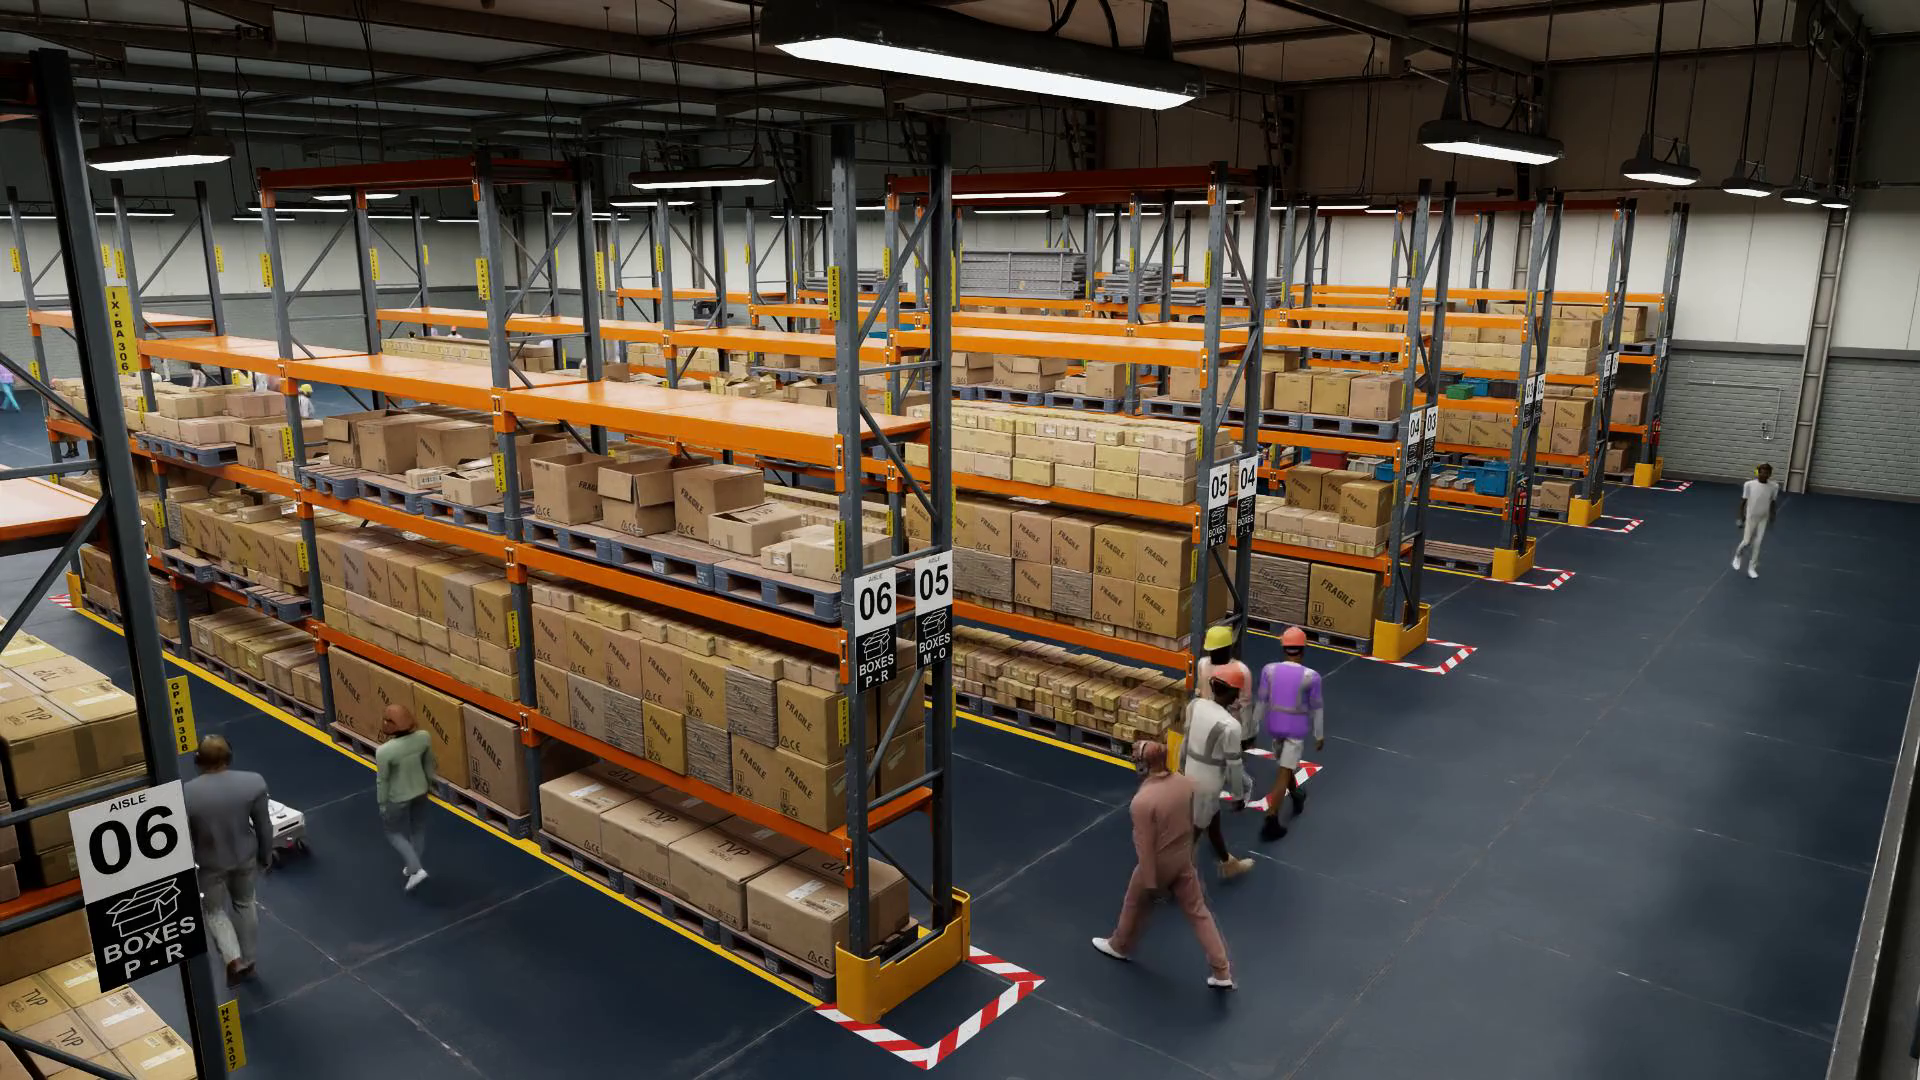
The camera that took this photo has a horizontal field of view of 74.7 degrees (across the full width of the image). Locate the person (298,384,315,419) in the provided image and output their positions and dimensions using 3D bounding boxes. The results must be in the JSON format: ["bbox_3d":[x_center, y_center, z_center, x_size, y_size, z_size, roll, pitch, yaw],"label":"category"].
[{"bbox_3d":[-16.196,-2.947,31.029,0.762,1.802,0.613,-10,17,-35],"label":"person"}]

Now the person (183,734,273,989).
[{"bbox_3d":[-5.274,2.321,9.077,0.644,1.920,0.572,-11,17,-38],"label":"person"}]

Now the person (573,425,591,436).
[{"bbox_3d":[-7.800,-1.839,26.295,0.516,1.873,0.329,-7,16,-28],"label":"person"}]

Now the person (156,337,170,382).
[{"bbox_3d":[-29.671,-6.730,46.897,0.308,1.639,0.523,-6,15,-24],"label":"person"}]

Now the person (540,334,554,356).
[{"bbox_3d":[-15.069,-6.616,45.954,0.963,1.855,0.665,13,19,42],"label":"person"}]

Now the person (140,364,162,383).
[{"bbox_3d":[-22.679,-4.043,35.455,0.619,1.836,0.430,2,14,6],"label":"person"}]

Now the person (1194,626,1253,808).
[{"bbox_3d":[2.452,1.692,11.688,0.597,1.906,0.600,-11,18,-39],"label":"person"}]

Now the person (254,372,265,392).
[{"bbox_3d":[-20.546,-4.387,37.048,0.313,1.740,0.487,-10,17,-35],"label":"person"}]

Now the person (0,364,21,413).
[{"bbox_3d":[-29.386,-4.820,38.745,1.027,1.795,0.581,5,14,19],"label":"person"}]

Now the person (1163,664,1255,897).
[{"bbox_3d":[2.121,1.975,10.375,0.980,1.973,0.628,-5,15,-21],"label":"person"}]

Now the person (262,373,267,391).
[{"bbox_3d":[-23.134,-5.641,41.869,0.672,1.892,0.497,5,15,21],"label":"person"}]

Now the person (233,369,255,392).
[{"bbox_3d":[-20.670,-4.275,36.408,0.584,1.826,0.637,6,15,24],"label":"person"}]

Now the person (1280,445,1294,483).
[{"bbox_3d":[6.310,-1.264,24.214,0.746,1.733,0.544,12,18,41],"label":"person"}]

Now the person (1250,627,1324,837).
[{"bbox_3d":[3.026,1.739,11.592,0.576,1.869,1.001,10,17,35],"label":"person"}]

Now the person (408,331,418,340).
[{"bbox_3d":[-20.355,-6.857,46.944,0.534,1.868,0.309,-6,15,-22],"label":"person"}]

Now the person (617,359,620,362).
[{"bbox_3d":[-10.660,-5.139,39.797,0.954,1.911,0.615,2,14,10],"label":"person"}]

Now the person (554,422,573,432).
[{"bbox_3d":[-8.369,-1.919,26.714,1.035,1.844,0.633,8,16,28],"label":"person"}]

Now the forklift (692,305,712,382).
[{"bbox_3d":[-9.511,-7.392,47.124,1.873,2.768,1.129,11,17,38],"label":"forklift"}]

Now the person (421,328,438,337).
[{"bbox_3d":[-21.567,-7.970,51.268,0.624,1.999,1.032,-11,17,-37],"label":"person"}]

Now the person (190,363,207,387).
[{"bbox_3d":[-25.623,-5.764,42.273,0.614,1.946,0.638,0,14,-2],"label":"person"}]

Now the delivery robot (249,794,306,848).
[{"bbox_3d":[-6.150,2.484,11.149,0.707,0.478,0.477,8,16,29],"label":"delivery robot"}]

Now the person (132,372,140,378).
[{"bbox_3d":[-26.937,-5.541,41.359,0.380,1.951,0.607,2,14,8],"label":"person"}]

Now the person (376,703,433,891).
[{"bbox_3d":[-4.611,2.127,10.495,0.496,1.626,0.520,9,16,33],"label":"person"}]

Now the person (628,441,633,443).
[{"bbox_3d":[-5.696,-0.781,21.920,0.347,1.881,0.584,10,17,35],"label":"person"}]

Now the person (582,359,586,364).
[{"bbox_3d":[-11.691,-5.135,40.026,0.627,1.802,0.946,0,14,2],"label":"person"}]

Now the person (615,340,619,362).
[{"bbox_3d":[-12.732,-7.031,47.633,0.881,1.896,0.663,0,14,-1],"label":"person"}]

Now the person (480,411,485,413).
[{"bbox_3d":[-14.337,-4.522,37.849,0.502,1.623,0.513,6,15,23],"label":"person"}]

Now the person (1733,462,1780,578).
[{"bbox_3d":[12.760,-0.333,20.146,0.522,1.857,0.426,3,14,14],"label":"person"}]

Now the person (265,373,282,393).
[{"bbox_3d":[-20.854,-4.780,38.355,0.554,1.885,0.682,8,16,31],"label":"person"}]

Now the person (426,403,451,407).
[{"bbox_3d":[-13.741,-3.505,33.221,0.580,1.835,0.968,-3,14,-12],"label":"person"}]

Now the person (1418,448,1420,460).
[{"bbox_3d":[10.412,-2.232,28.283,0.334,1.690,0.558,8,16,30],"label":"person"}]

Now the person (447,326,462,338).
[{"bbox_3d":[-19.671,-7.372,49.034,0.567,1.888,0.988,-2,14,-7],"label":"person"}]

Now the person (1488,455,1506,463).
[{"bbox_3d":[11.396,-1.841,26.829,0.678,1.602,0.517,12,18,40],"label":"person"}]

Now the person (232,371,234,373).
[{"bbox_3d":[-21.454,-4.518,37.683,0.529,1.695,0.321,-5,15,-21],"label":"person"}]

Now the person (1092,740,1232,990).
[{"bbox_3d":[1.534,2.360,9.183,0.659,1.813,1.156,-12,18,-41],"label":"person"}]

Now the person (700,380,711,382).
[{"bbox_3d":[-7.922,-5.072,39.426,0.413,1.948,0.630,13,19,43],"label":"person"}]

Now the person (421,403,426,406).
[{"bbox_3d":[-15.499,-4.344,36.443,0.627,1.946,0.963,-6,15,-23],"label":"person"}]

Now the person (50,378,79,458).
[{"bbox_3d":[-22.025,-2.997,30.919,0.371,1.935,0.551,-2,14,-9],"label":"person"}]
